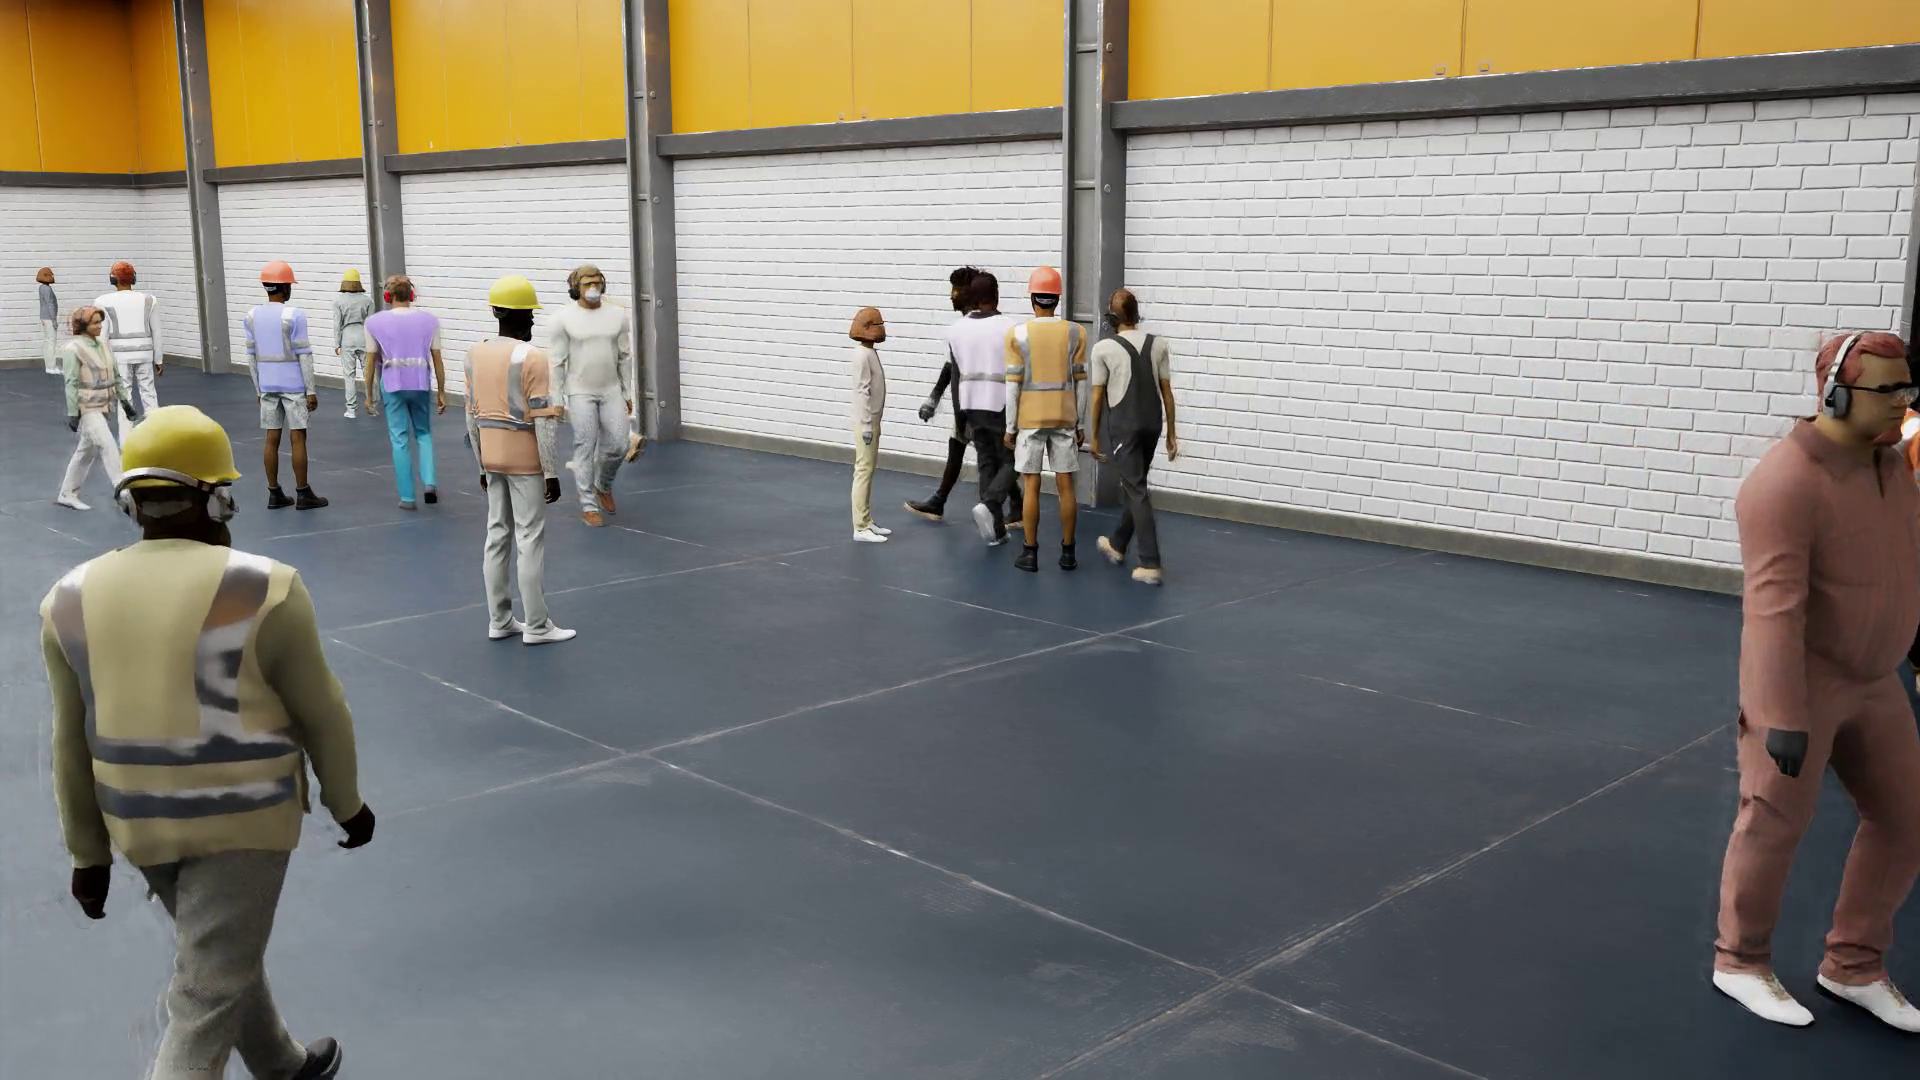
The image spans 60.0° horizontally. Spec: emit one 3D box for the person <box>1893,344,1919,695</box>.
[{"bbox_3d":[4.262,-0.055,7.512,0.849,1.645,0.539,0,10,1],"label":"person"}]

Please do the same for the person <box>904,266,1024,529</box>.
[{"bbox_3d":[0.091,-1.038,12.189,1.037,1.909,0.611,3,11,15],"label":"person"}]

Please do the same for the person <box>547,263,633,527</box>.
[{"bbox_3d":[-2.694,-1.053,12.203,0.644,1.928,0.459,-7,12,-32],"label":"person"}]

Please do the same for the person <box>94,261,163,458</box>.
[{"bbox_3d":[-7.928,-1.712,15.910,0.579,1.884,0.352,-9,13,-39],"label":"person"}]

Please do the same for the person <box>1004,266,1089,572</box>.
[{"bbox_3d":[0.539,-0.761,10.571,0.542,1.939,0.368,-1,10,-7],"label":"person"}]

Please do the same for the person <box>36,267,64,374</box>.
[{"bbox_3d":[-14.065,-3.387,25.718,0.286,1.636,0.499,-9,13,-39],"label":"person"}]

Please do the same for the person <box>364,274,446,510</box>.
[{"bbox_3d":[-4.314,-1.139,12.944,0.582,1.828,0.449,-6,12,-32],"label":"person"}]

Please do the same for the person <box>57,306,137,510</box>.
[{"bbox_3d":[-6.657,-0.998,12.802,0.852,1.598,0.524,0,10,2],"label":"person"}]

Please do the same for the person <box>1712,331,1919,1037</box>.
[{"bbox_3d":[2.349,0.404,4.361,0.668,1.883,0.664,-6,12,-30],"label":"person"}]

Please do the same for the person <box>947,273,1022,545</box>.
[{"bbox_3d":[0.171,-0.869,11.345,0.635,1.882,0.615,5,12,27],"label":"person"}]

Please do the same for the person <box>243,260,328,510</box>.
[{"bbox_3d":[-5.252,-1.195,12.943,0.545,1.939,0.354,2,11,13],"label":"person"}]

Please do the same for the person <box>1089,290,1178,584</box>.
[{"bbox_3d":[1.057,-0.660,10.422,0.518,1.782,0.950,-5,11,-24],"label":"person"}]

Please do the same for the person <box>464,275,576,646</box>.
[{"bbox_3d":[-2.308,-0.408,8.677,0.588,1.927,0.369,6,12,31],"label":"person"}]

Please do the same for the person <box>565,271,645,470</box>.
[{"bbox_3d":[-3.271,-1.523,15.047,0.616,1.822,0.629,3,11,14],"label":"person"}]

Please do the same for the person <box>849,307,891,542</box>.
[{"bbox_3d":[-0.632,-0.811,11.665,0.274,1.636,0.507,1,10,3],"label":"person"}]

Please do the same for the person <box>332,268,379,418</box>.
[{"bbox_3d":[-7.113,-2.313,19.567,0.492,1.742,0.319,-6,12,-30],"label":"person"}]

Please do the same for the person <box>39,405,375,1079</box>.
[{"bbox_3d":[-1.640,0.599,3.628,0.577,1.778,0.963,2,11,11],"label":"person"}]
